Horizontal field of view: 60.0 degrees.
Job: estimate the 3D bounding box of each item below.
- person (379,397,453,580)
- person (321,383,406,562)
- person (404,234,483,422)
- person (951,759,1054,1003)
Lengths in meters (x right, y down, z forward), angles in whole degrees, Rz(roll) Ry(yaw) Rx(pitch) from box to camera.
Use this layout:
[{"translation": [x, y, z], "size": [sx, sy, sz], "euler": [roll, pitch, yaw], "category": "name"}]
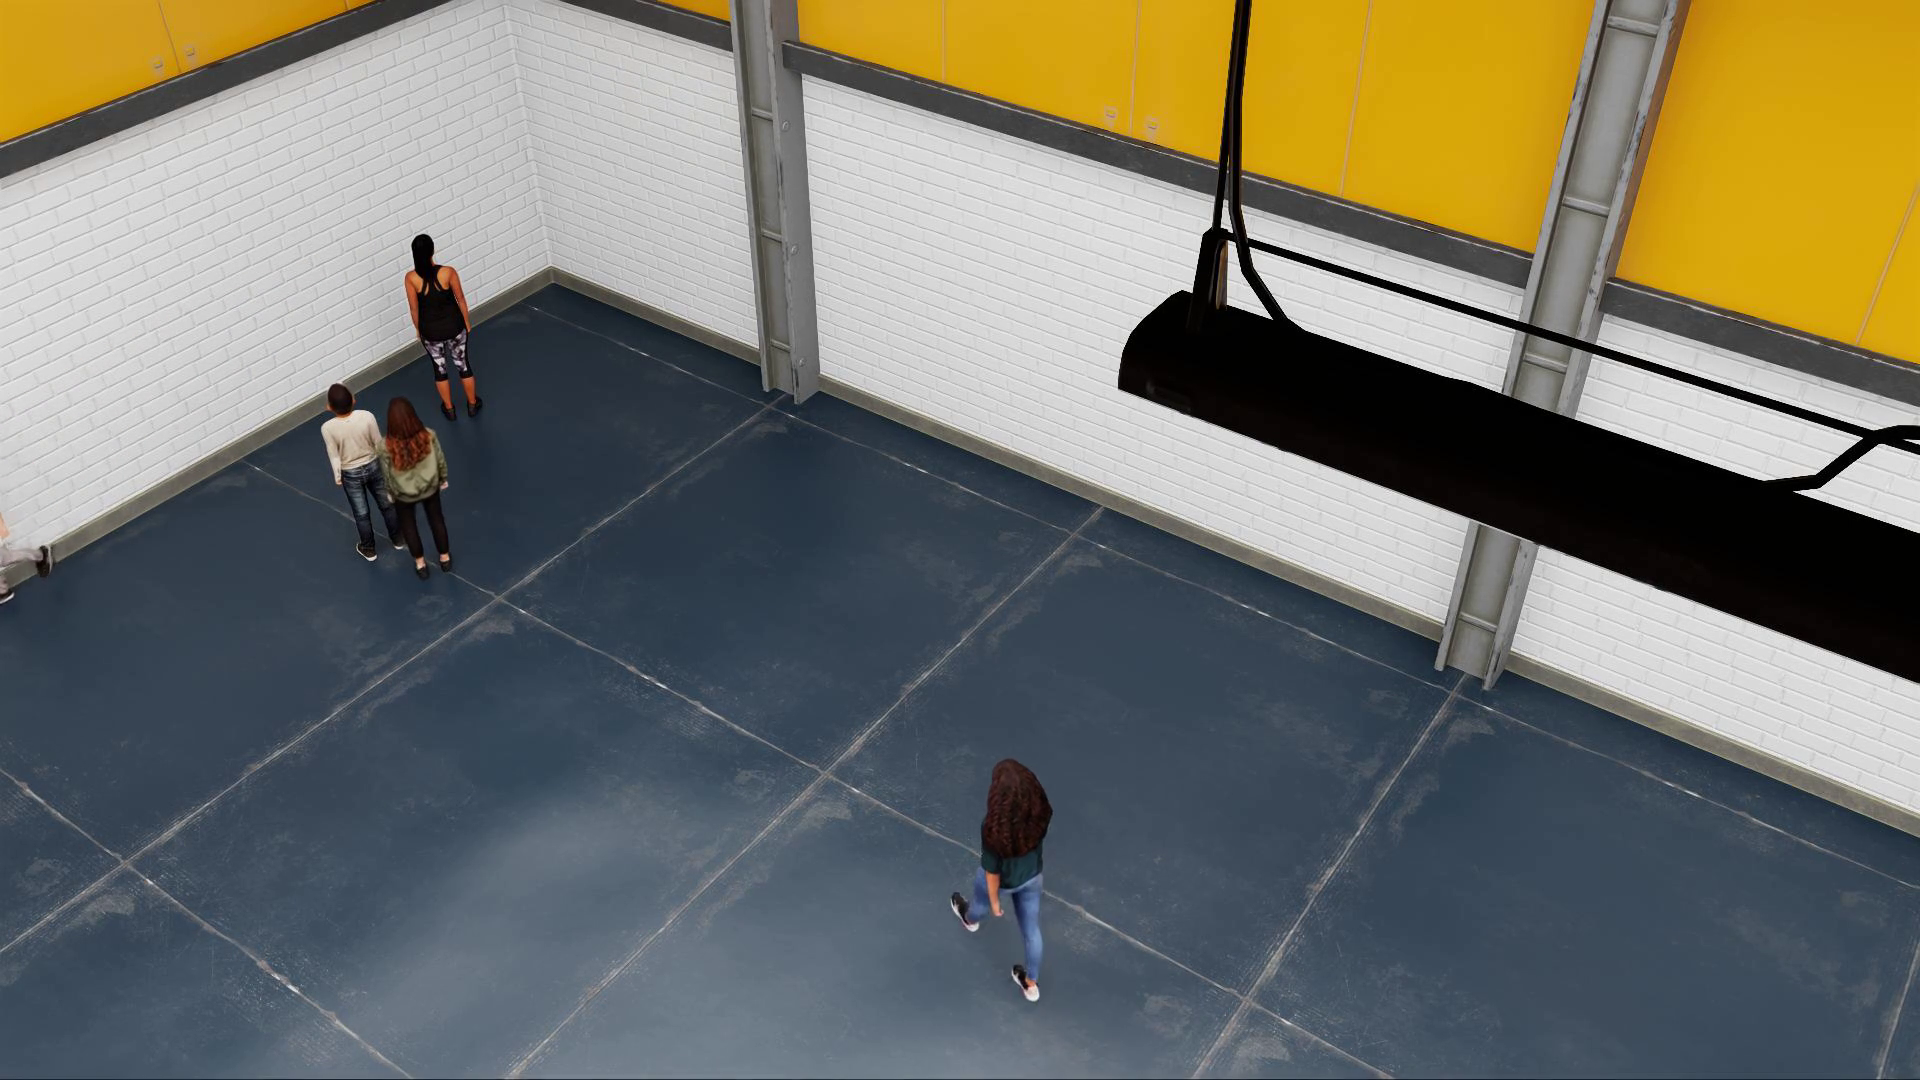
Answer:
[{"translation": [-3.845, -0.353, 11.735], "size": [0.677, 1.473, 0.675], "euler": [-18, 42, -21], "category": "person"}, {"translation": [-4.293, -0.498, 11.923], "size": [0.613, 1.466, 0.618], "euler": [-23, 44, -26], "category": "person"}, {"translation": [-4.142, -1.712, 13.286], "size": [0.658, 1.662, 0.687], "euler": [-12, 40, -14], "category": "person"}, {"translation": [0.329, 1.850, 8.889], "size": [0.897, 1.582, 1.110], "euler": [-18, 42, -21], "category": "person"}]
